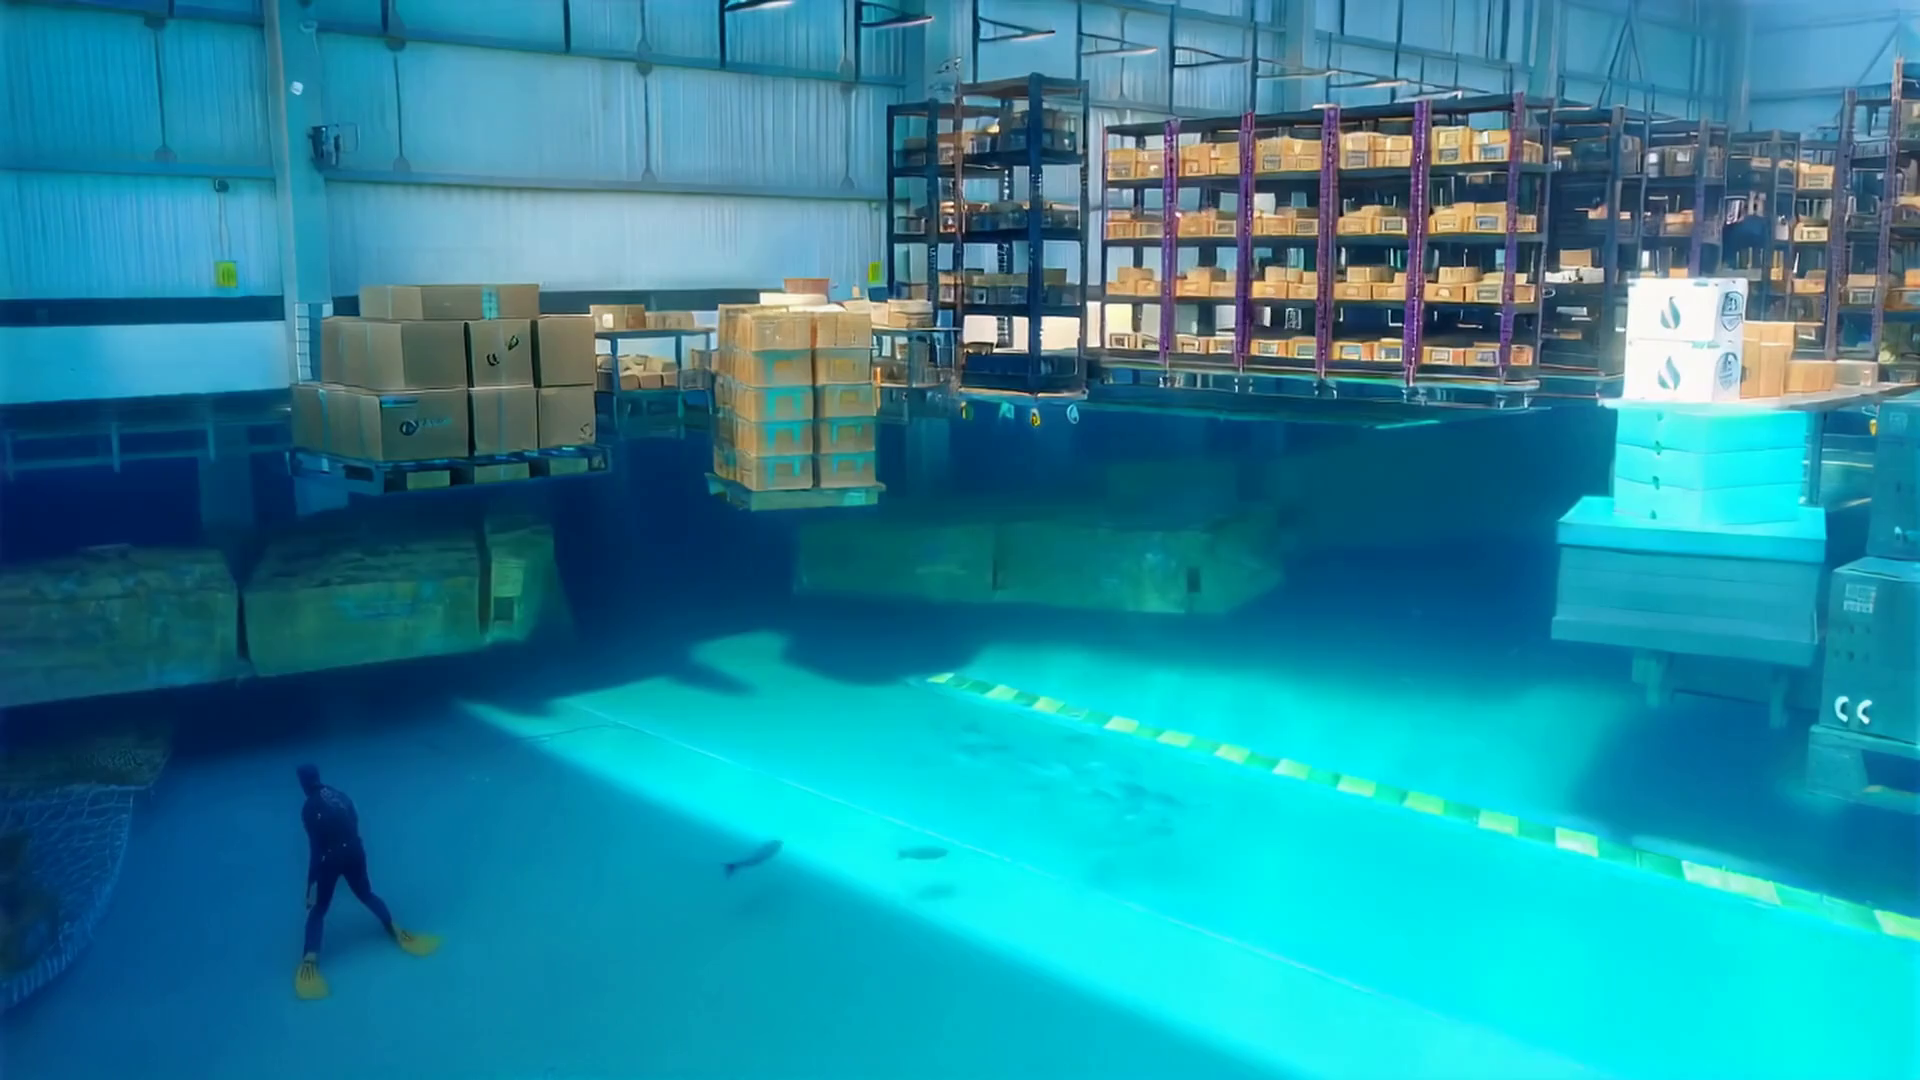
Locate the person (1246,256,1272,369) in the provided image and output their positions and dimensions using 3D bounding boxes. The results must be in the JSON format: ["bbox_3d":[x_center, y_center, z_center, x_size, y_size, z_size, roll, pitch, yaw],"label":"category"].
[{"bbox_3d":[4.641,-3.524,25.997,0.513,1.815,0.608,4,10,24],"label":"person"}]
